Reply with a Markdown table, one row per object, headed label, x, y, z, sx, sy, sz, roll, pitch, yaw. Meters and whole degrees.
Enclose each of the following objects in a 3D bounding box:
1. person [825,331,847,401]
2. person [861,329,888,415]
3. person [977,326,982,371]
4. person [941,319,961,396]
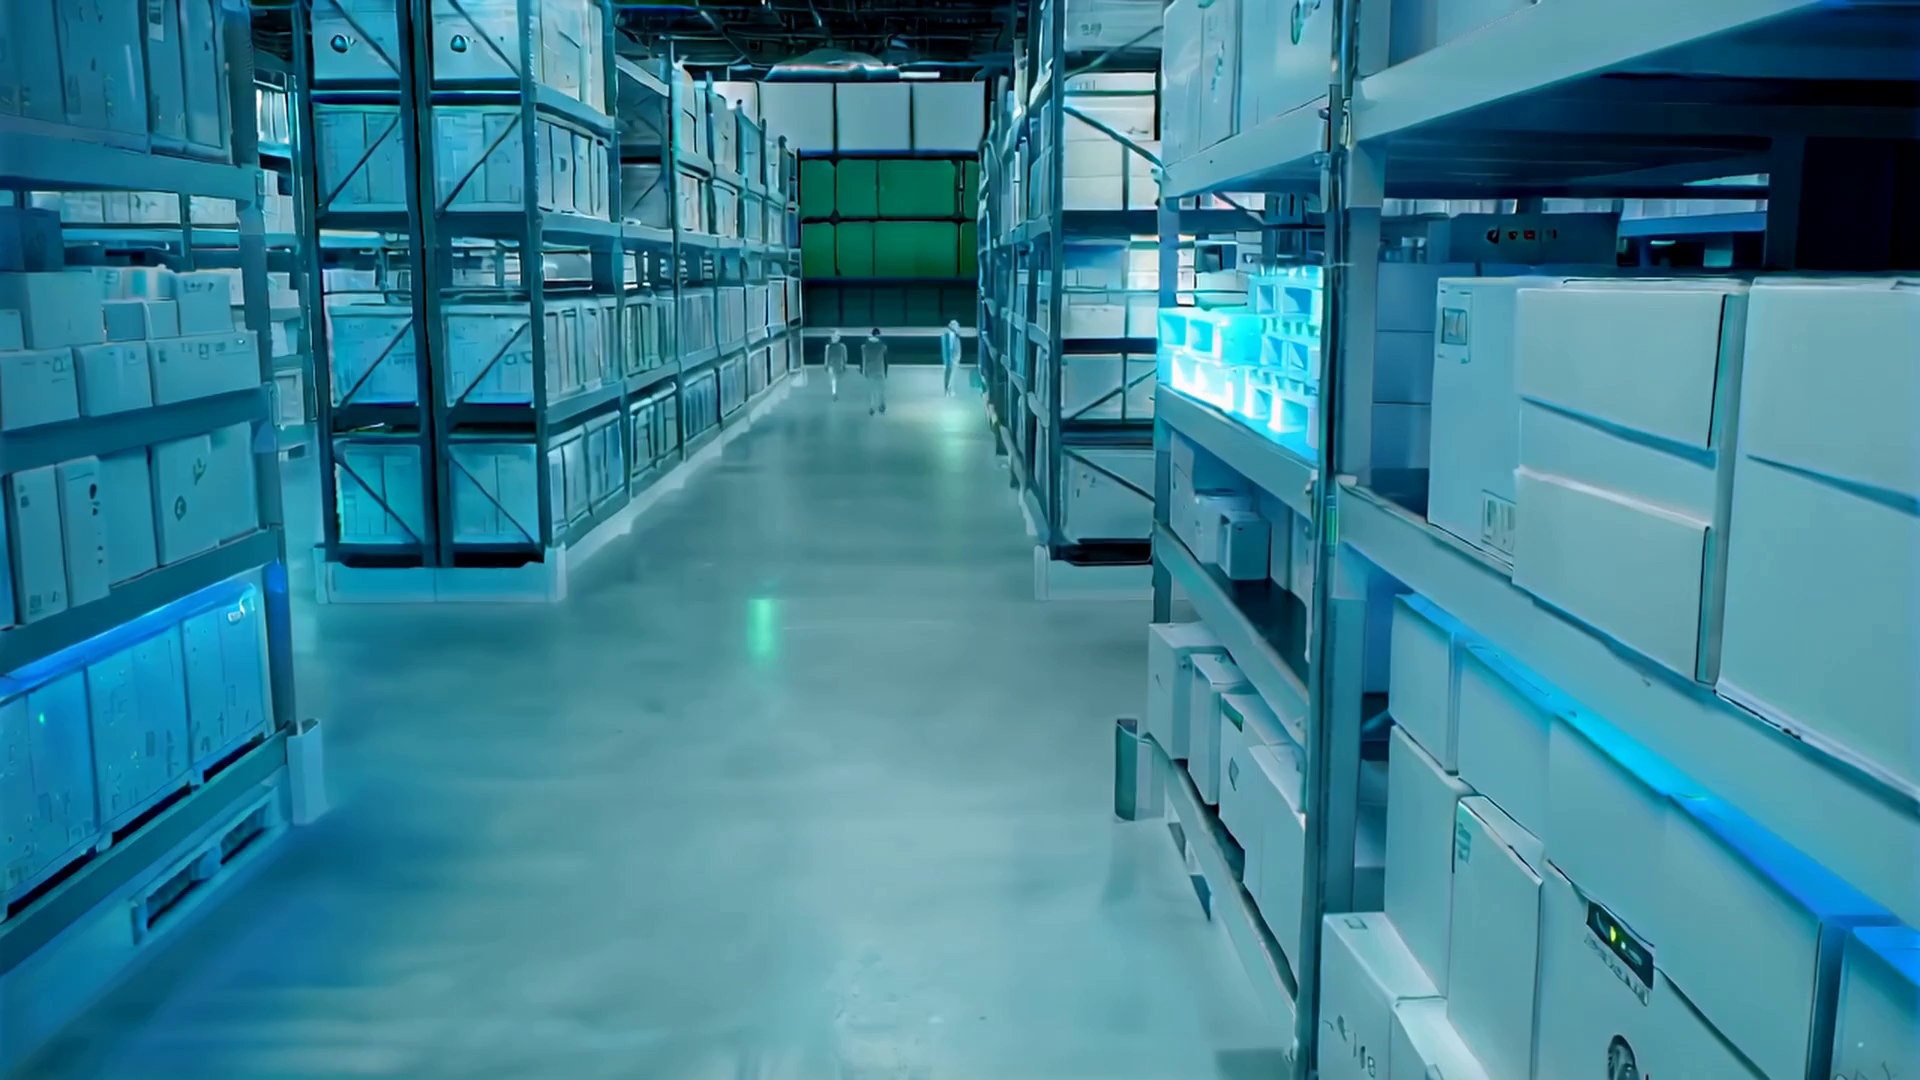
| label | x | y | z | sx | sy | sz | roll | pitch | yaw |
| --- | --- | --- | --- | --- | --- | --- | --- | --- | --- |
| person | -2.837 | -3.982 | 38.121 | 0.522 | 1.617 | 0.663 | -1 | 9 | -8 |
| person | -1.775 | -3.497 | 34.693 | 0.595 | 1.786 | 0.936 | 1 | 9 | 8 |
| person | 0.747 | -5.233 | 44.835 | 0.607 | 1.934 | 1.036 | 5 | 11 | 30 |
| person | -0.181 | -4.351 | 39.731 | 0.429 | 1.838 | 0.621 | 6 | 11 | 35 |
